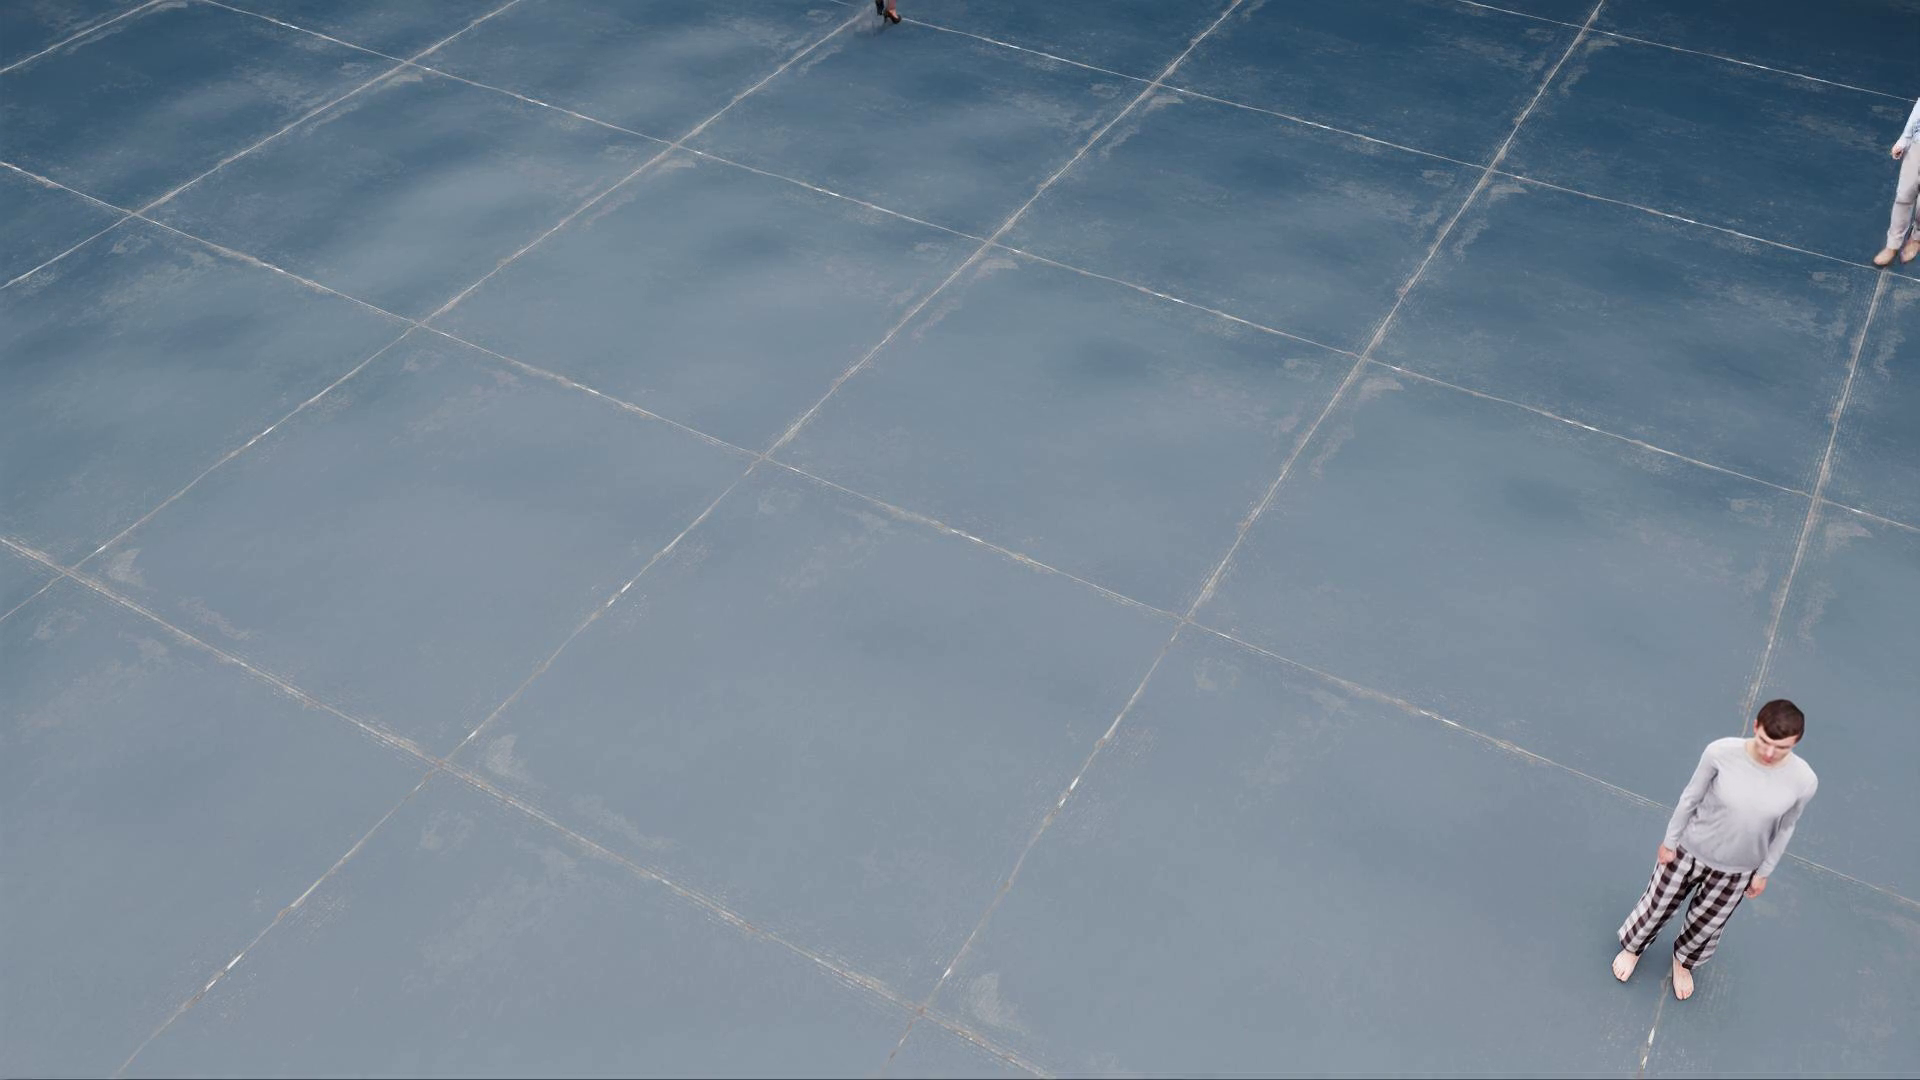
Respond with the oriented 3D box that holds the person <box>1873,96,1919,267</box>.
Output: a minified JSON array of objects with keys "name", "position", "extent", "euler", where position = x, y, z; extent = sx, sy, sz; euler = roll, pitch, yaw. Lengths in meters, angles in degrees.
[{"name":"person","position":[7.046,-2.834,11.950],"extent":[0.752,1.878,0.785],"euler":[33,52,31]}]

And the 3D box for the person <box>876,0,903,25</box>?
[{"name":"person","position":[-0.636,-5.434,14.981],"extent":[0.663,1.653,0.683],"euler":[28,49,27]}]

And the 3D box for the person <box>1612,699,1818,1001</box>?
[{"name":"person","position":[3.349,1.360,7.355],"extent":[0.639,1.847,0.554],"euler":[17,45,18]}]
